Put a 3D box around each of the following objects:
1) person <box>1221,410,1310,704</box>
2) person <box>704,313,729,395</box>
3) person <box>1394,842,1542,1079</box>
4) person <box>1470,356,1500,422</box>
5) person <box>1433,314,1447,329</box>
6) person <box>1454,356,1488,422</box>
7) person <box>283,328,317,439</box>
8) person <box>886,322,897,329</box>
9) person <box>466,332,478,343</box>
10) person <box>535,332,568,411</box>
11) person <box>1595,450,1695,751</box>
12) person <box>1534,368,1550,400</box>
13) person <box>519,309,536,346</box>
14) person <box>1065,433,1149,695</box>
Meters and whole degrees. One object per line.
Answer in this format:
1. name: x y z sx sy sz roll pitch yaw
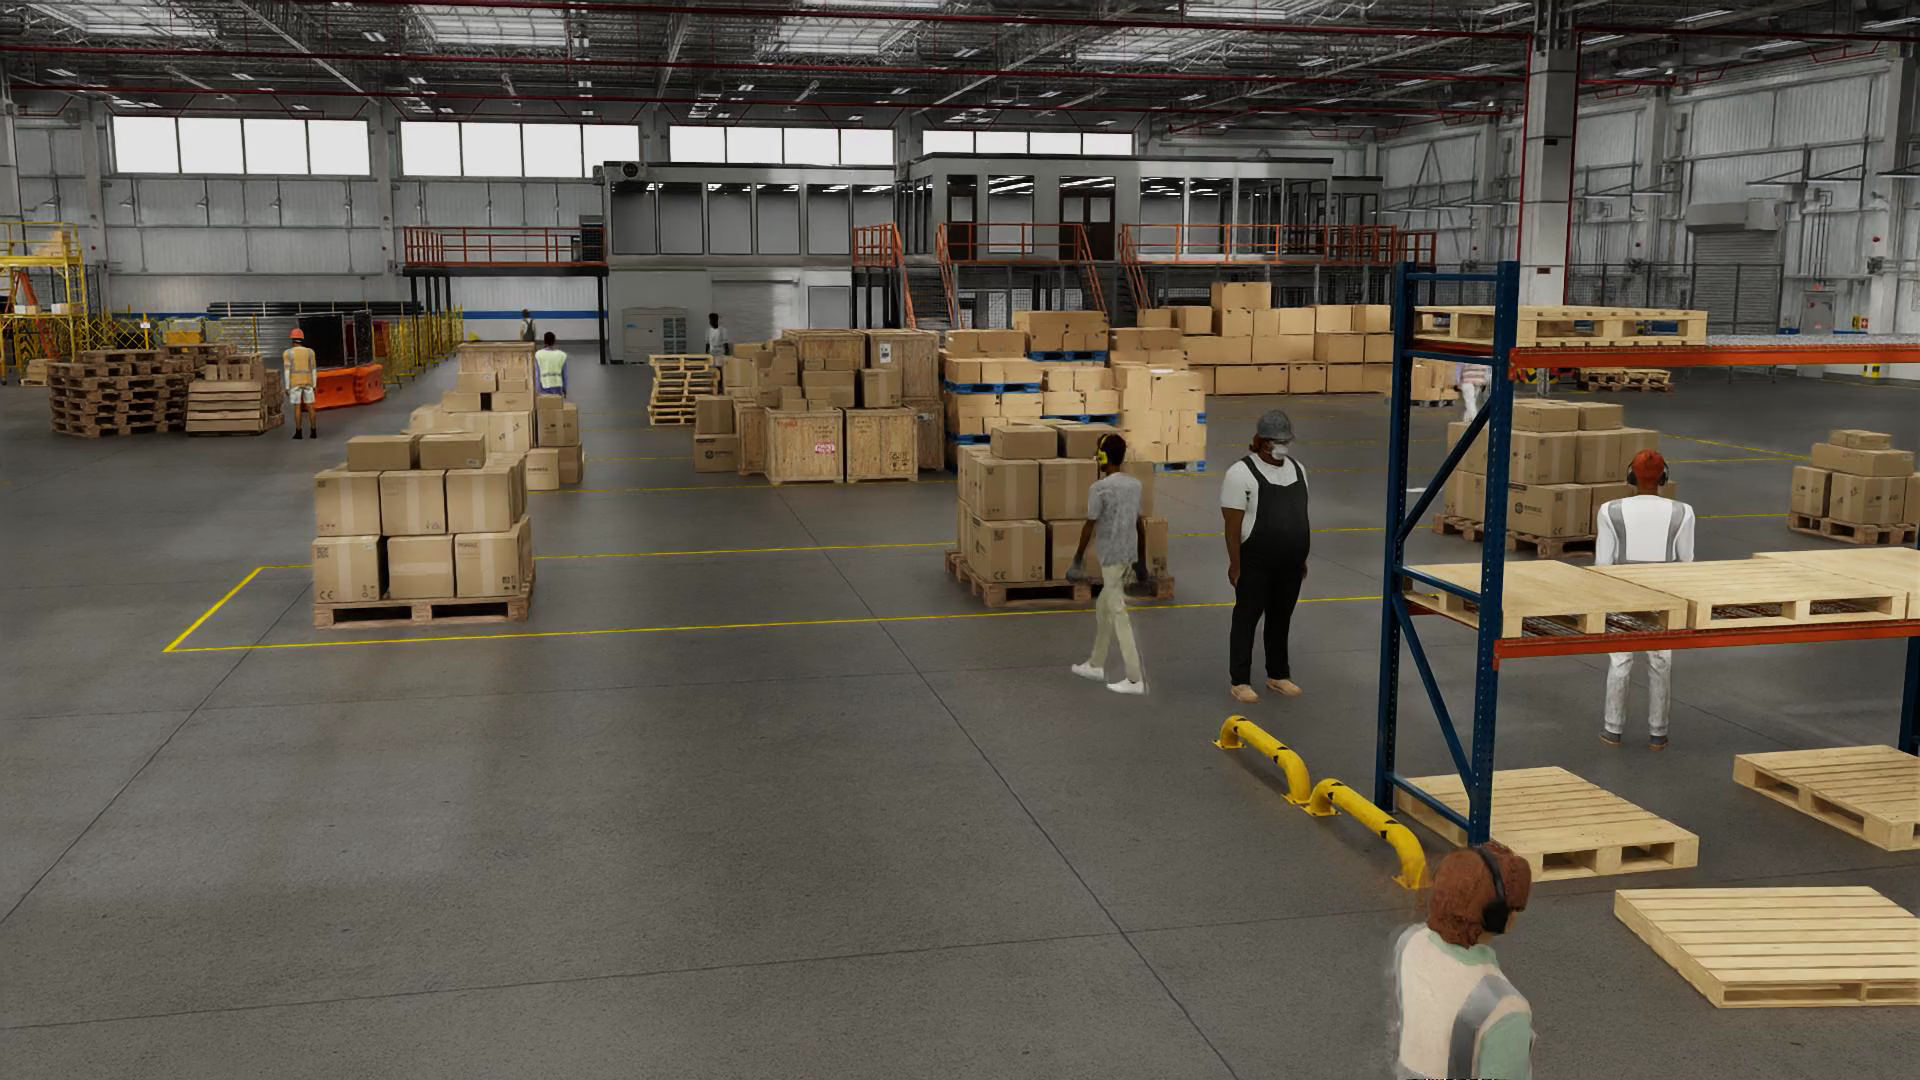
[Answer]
1. person: 2.167 0.108 11.518 0.689 2.000 0.537 -5 11 -28
2. person: -5.753 -4.347 38.975 0.636 1.933 0.769 6 11 34
3. person: 1.163 1.532 4.122 0.730 1.616 0.515 -3 10 -19
4. person: 9.823 -2.996 30.909 0.900 1.896 0.661 7 11 35
5. person: 13.795 -5.805 48.184 0.940 1.853 0.574 -8 12 -40
6. person: 9.441 -2.911 30.647 0.636 1.810 0.807 -3 10 -20
7. person: -11.545 -2.728 29.114 0.542 1.939 0.368 -6 11 -34
8. person: -1.557 -3.716 35.423 0.499 1.853 0.518 0 9 1
9. person: -9.593 -3.231 32.817 0.549 1.714 0.892 1 9 5
10. person: -7.049 -2.631 28.635 0.615 1.899 0.464 -6 11 -31
11. person: 4.245 0.376 10.363 0.574 1.884 0.356 3 10 17
12. person: 12.944 -3.928 37.020 0.484 1.745 0.297 -8 12 -39
13. person: -12.299 -5.684 47.469 0.532 1.831 0.621 -9 13 -43
14. person: 1.010 0.163 11.846 0.856 1.831 0.497 8 12 41
